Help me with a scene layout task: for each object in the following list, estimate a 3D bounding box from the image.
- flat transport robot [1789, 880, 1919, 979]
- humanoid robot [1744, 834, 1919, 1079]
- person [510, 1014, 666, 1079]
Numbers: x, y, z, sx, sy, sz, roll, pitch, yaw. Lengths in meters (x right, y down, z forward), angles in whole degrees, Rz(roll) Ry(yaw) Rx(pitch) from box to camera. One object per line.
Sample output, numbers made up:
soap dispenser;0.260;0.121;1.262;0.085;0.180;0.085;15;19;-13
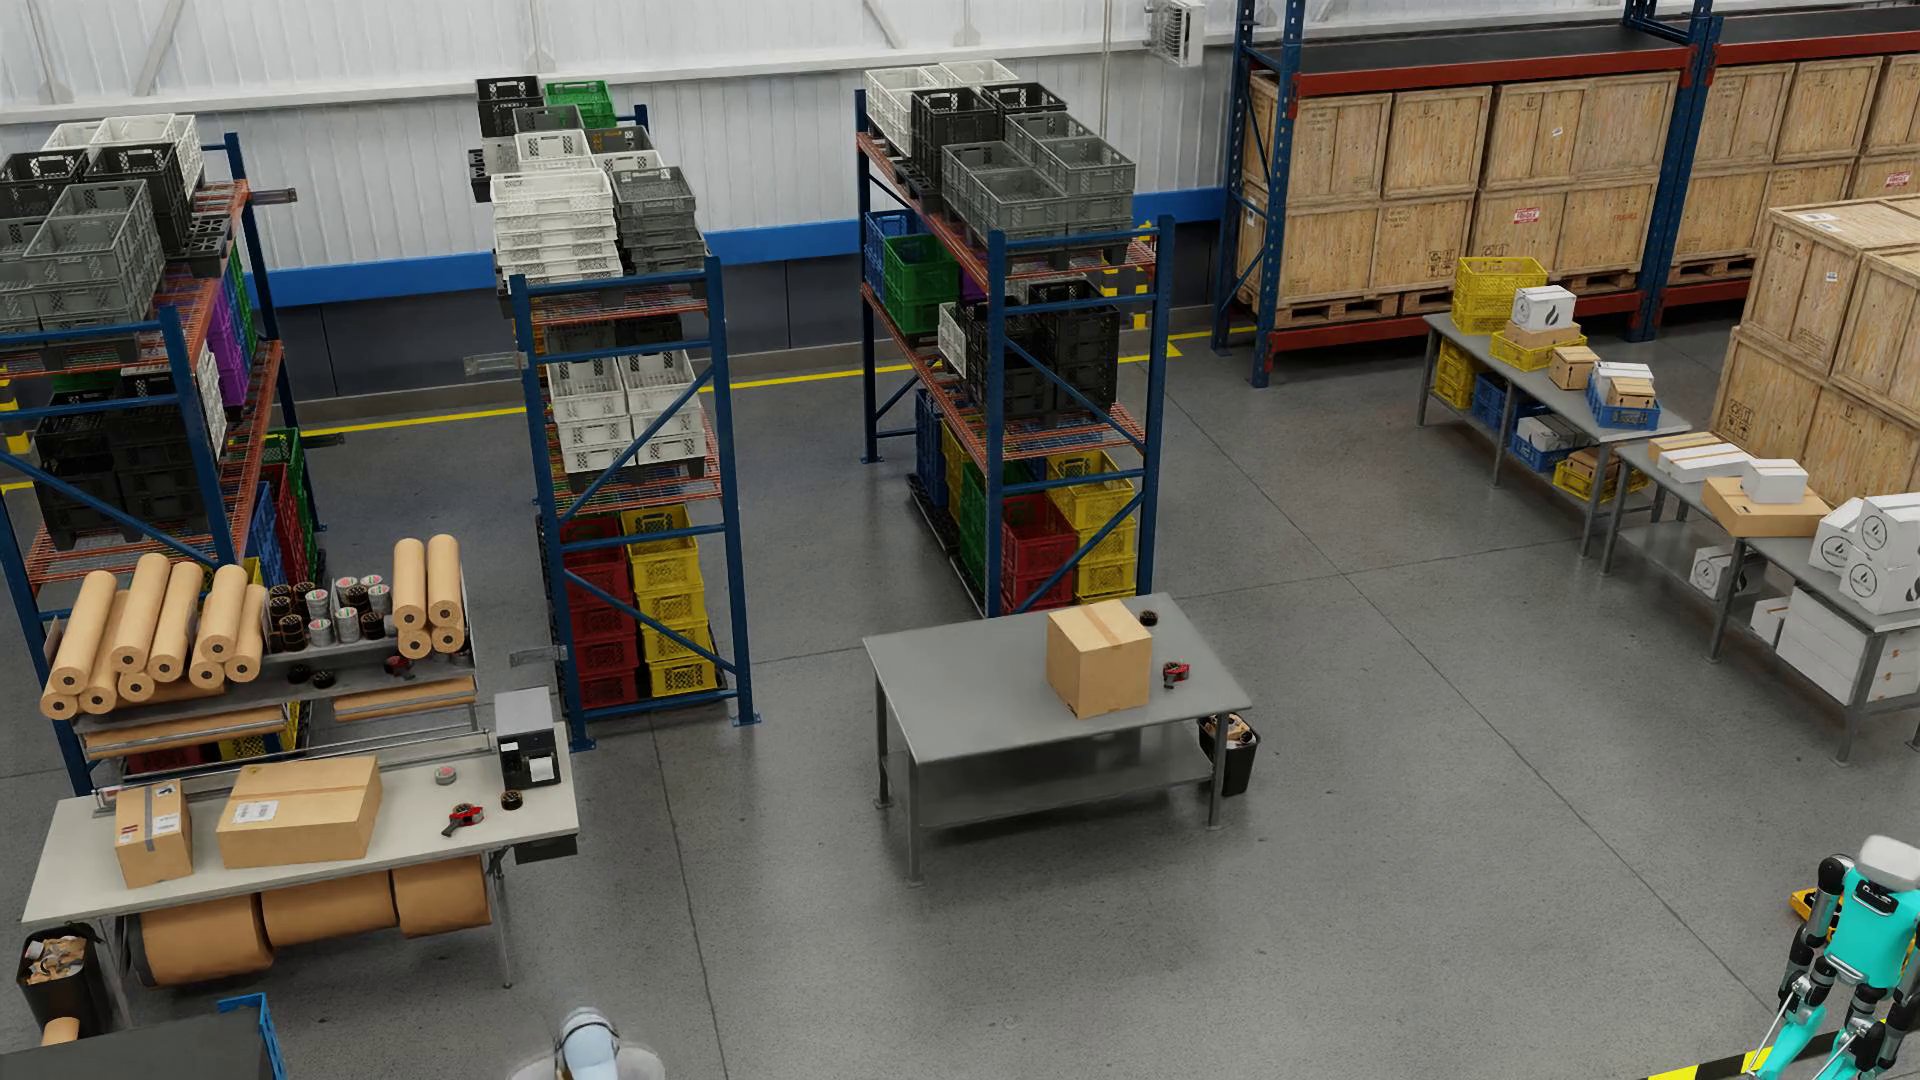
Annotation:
flat transport robot;5.163;1.916;8.676;1.431;0.231;0.659;-8;30;-14
humanoid robot;3.498;2.016;6.829;0.735;1.677;0.533;-16;33;-27
person;-1.359;2.388;6.200;0.600;1.821;0.612;-9;30;-16
